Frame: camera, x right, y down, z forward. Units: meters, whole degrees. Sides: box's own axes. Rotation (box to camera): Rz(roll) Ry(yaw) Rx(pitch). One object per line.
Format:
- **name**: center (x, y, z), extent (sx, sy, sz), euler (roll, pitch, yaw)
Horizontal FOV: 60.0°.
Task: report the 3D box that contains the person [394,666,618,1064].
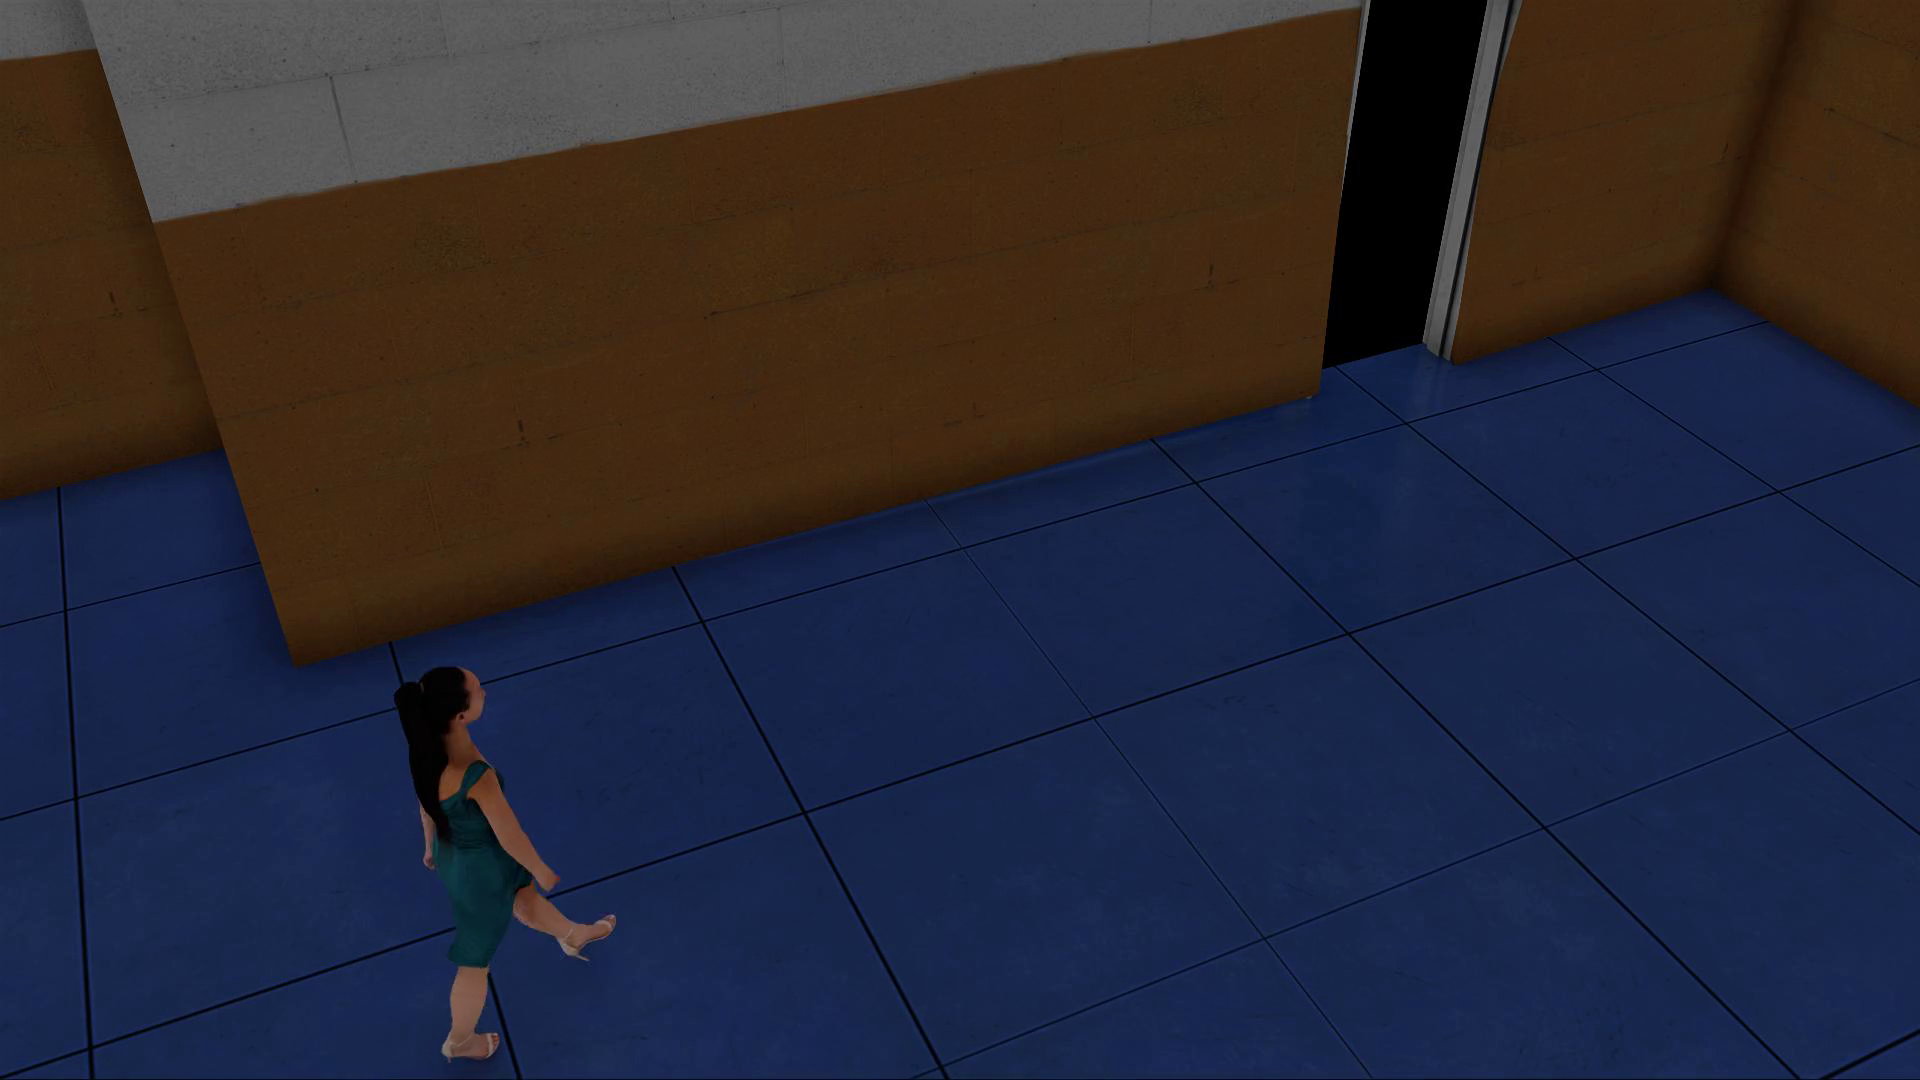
- **person**: center (-1.617, 1.115, 5.333), extent (0.996, 1.656, 0.851), euler (30, 46, 34)
